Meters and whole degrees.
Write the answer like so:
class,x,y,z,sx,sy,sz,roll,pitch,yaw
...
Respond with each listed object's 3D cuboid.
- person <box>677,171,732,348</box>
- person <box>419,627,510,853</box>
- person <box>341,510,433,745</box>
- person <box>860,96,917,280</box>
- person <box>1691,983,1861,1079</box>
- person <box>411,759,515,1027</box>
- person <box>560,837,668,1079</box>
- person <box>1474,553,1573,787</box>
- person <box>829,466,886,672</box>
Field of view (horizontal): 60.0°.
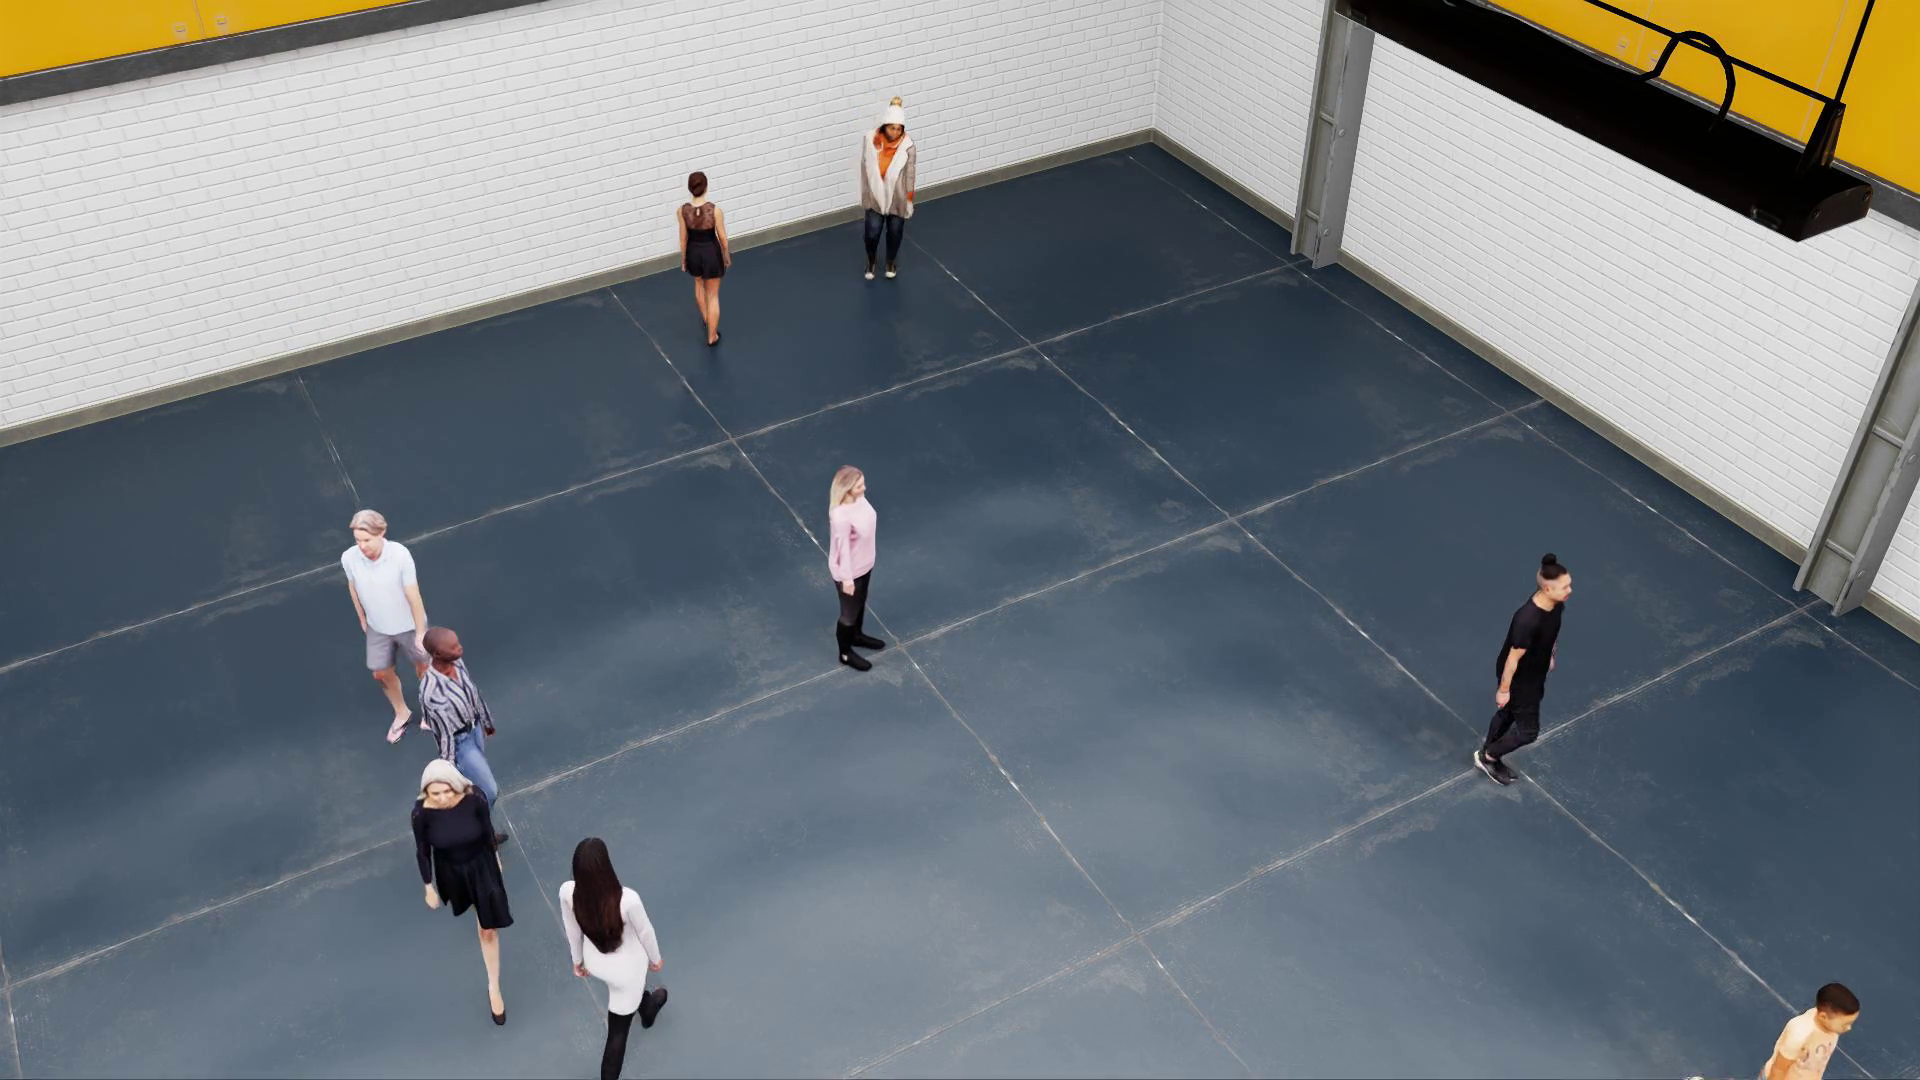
class,x,y,z,sx,sy,sz,roll,pitch,yaw
person,-2.293,-2.461,14.787,0.812,1.662,0.896,3,39,4
person,-3.092,1.236,10.061,0.824,1.783,0.707,0,39,1
person,-3.681,0.486,10.972,0.788,1.818,0.819,0,39,-1
person,-0.694,-3.338,15.718,0.850,1.872,0.889,8,39,10
person,4.183,2.700,8.503,0.568,1.439,0.912,-19,43,-23
person,-2.795,1.834,9.383,0.762,1.695,1.223,-12,40,-14
person,-1.849,2.312,8.732,1.148,1.760,1.174,10,40,13
person,3.503,0.795,10.554,0.771,1.857,0.797,26,46,29
person,-0.761,0.168,11.476,0.744,1.686,0.687,10,40,13
